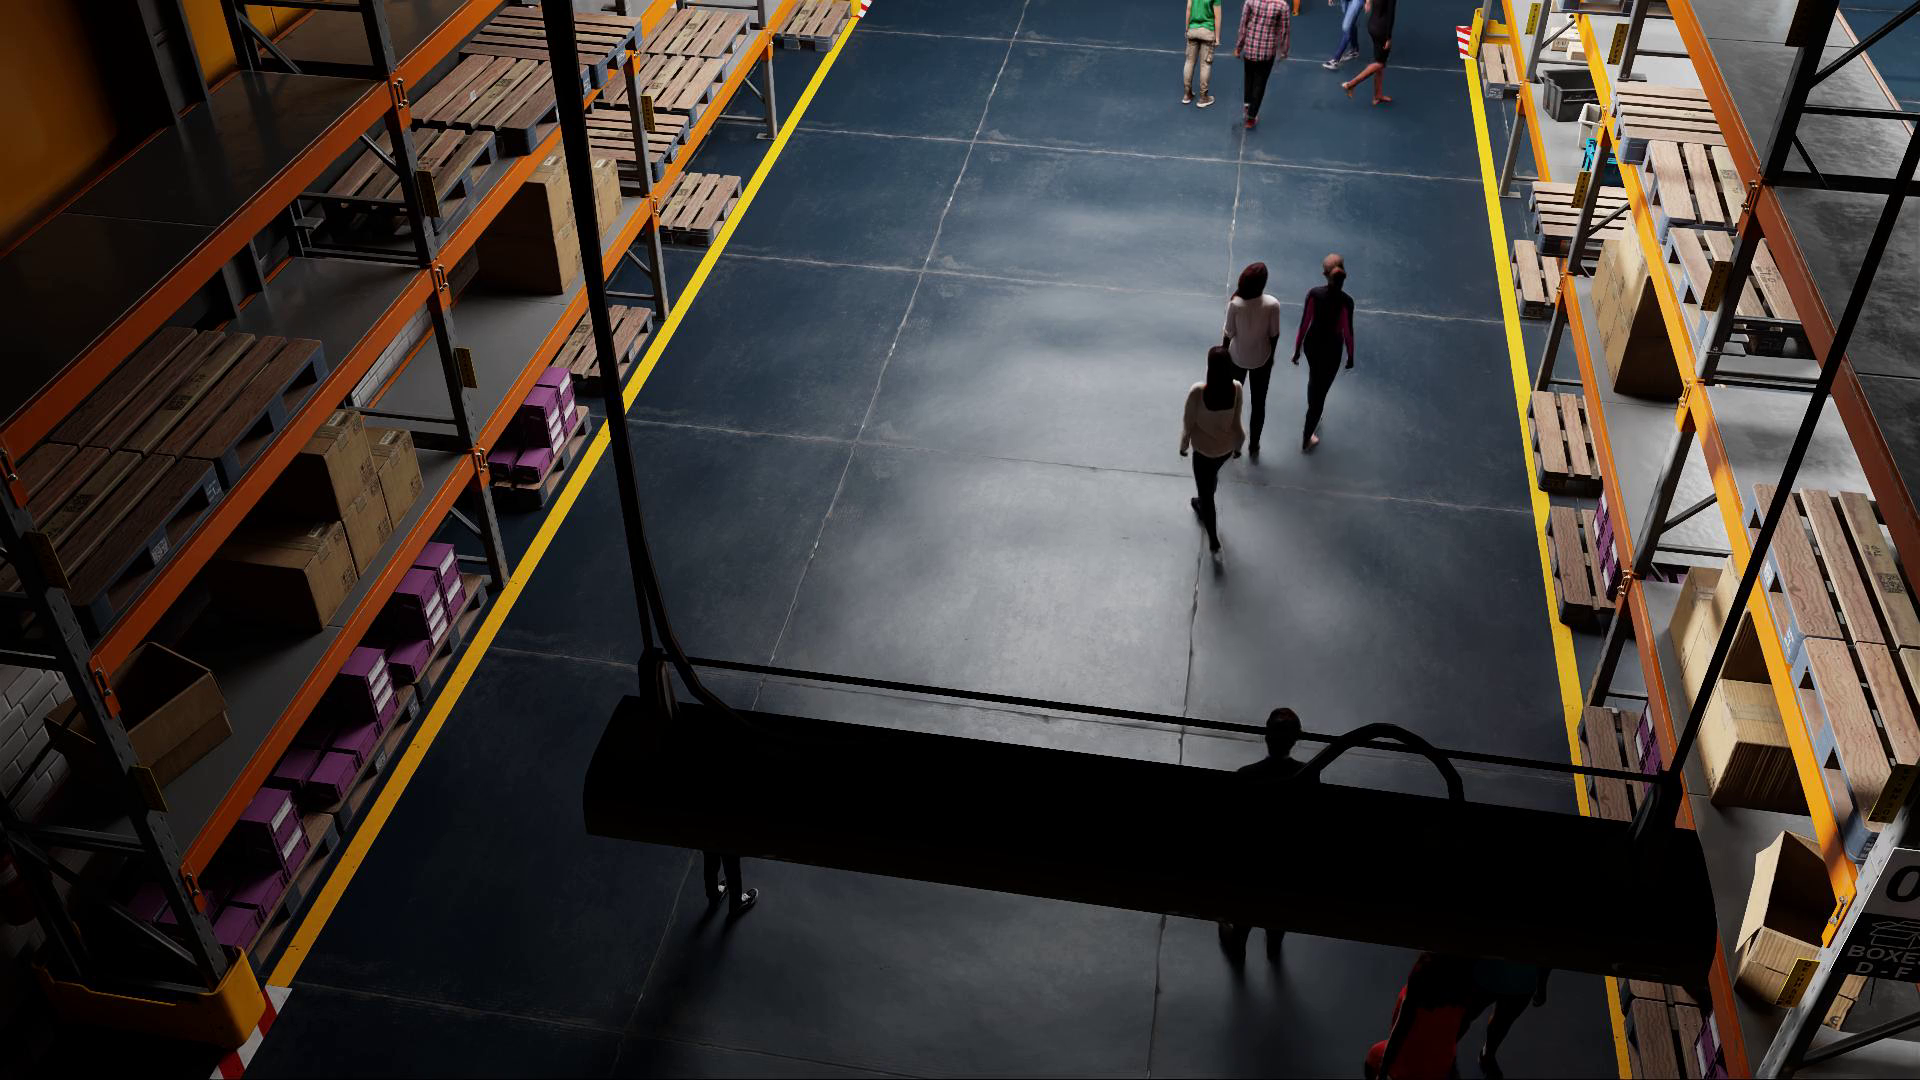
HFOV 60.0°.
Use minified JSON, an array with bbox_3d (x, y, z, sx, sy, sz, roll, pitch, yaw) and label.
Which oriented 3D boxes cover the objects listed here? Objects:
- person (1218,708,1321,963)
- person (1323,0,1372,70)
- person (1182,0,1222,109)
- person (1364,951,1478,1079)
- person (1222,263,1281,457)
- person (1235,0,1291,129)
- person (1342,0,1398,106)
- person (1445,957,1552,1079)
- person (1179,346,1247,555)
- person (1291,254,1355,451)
[{"bbox_3d":[1.761,1.723,9.533,0.760,1.886,0.697,-4,39,-6],"label":"person"},{"bbox_3d":[4.829,-6.600,20.118,1.096,1.681,1.042,-23,44,-26],"label":"person"},{"bbox_3d":[2.786,-5.843,19.195,0.660,1.651,0.654,22,43,25],"label":"person"},{"bbox_3d":[2.356,2.686,8.386,0.716,1.812,0.743,-10,40,-12],"label":"person"},{"bbox_3d":[2.355,-1.445,13.575,0.609,1.792,0.520,5,39,6],"label":"person"},{"bbox_3d":[3.348,-5.476,18.658,0.837,1.748,0.914,15,41,18],"label":"person"},{"bbox_3d":[4.749,-5.804,19.112,0.944,1.694,0.986,-7,39,-9],"label":"person"},{"bbox_3d":[2.895,2.313,8.882,0.624,1.776,0.518,5,39,6],"label":"person"},{"bbox_3d":[1.951,-0.644,12.680,0.894,1.657,1.185,-6,39,-7],"label":"person"},{"bbox_3d":[2.941,-1.500,13.703,0.784,1.720,0.883,23,44,26],"label":"person"}]
